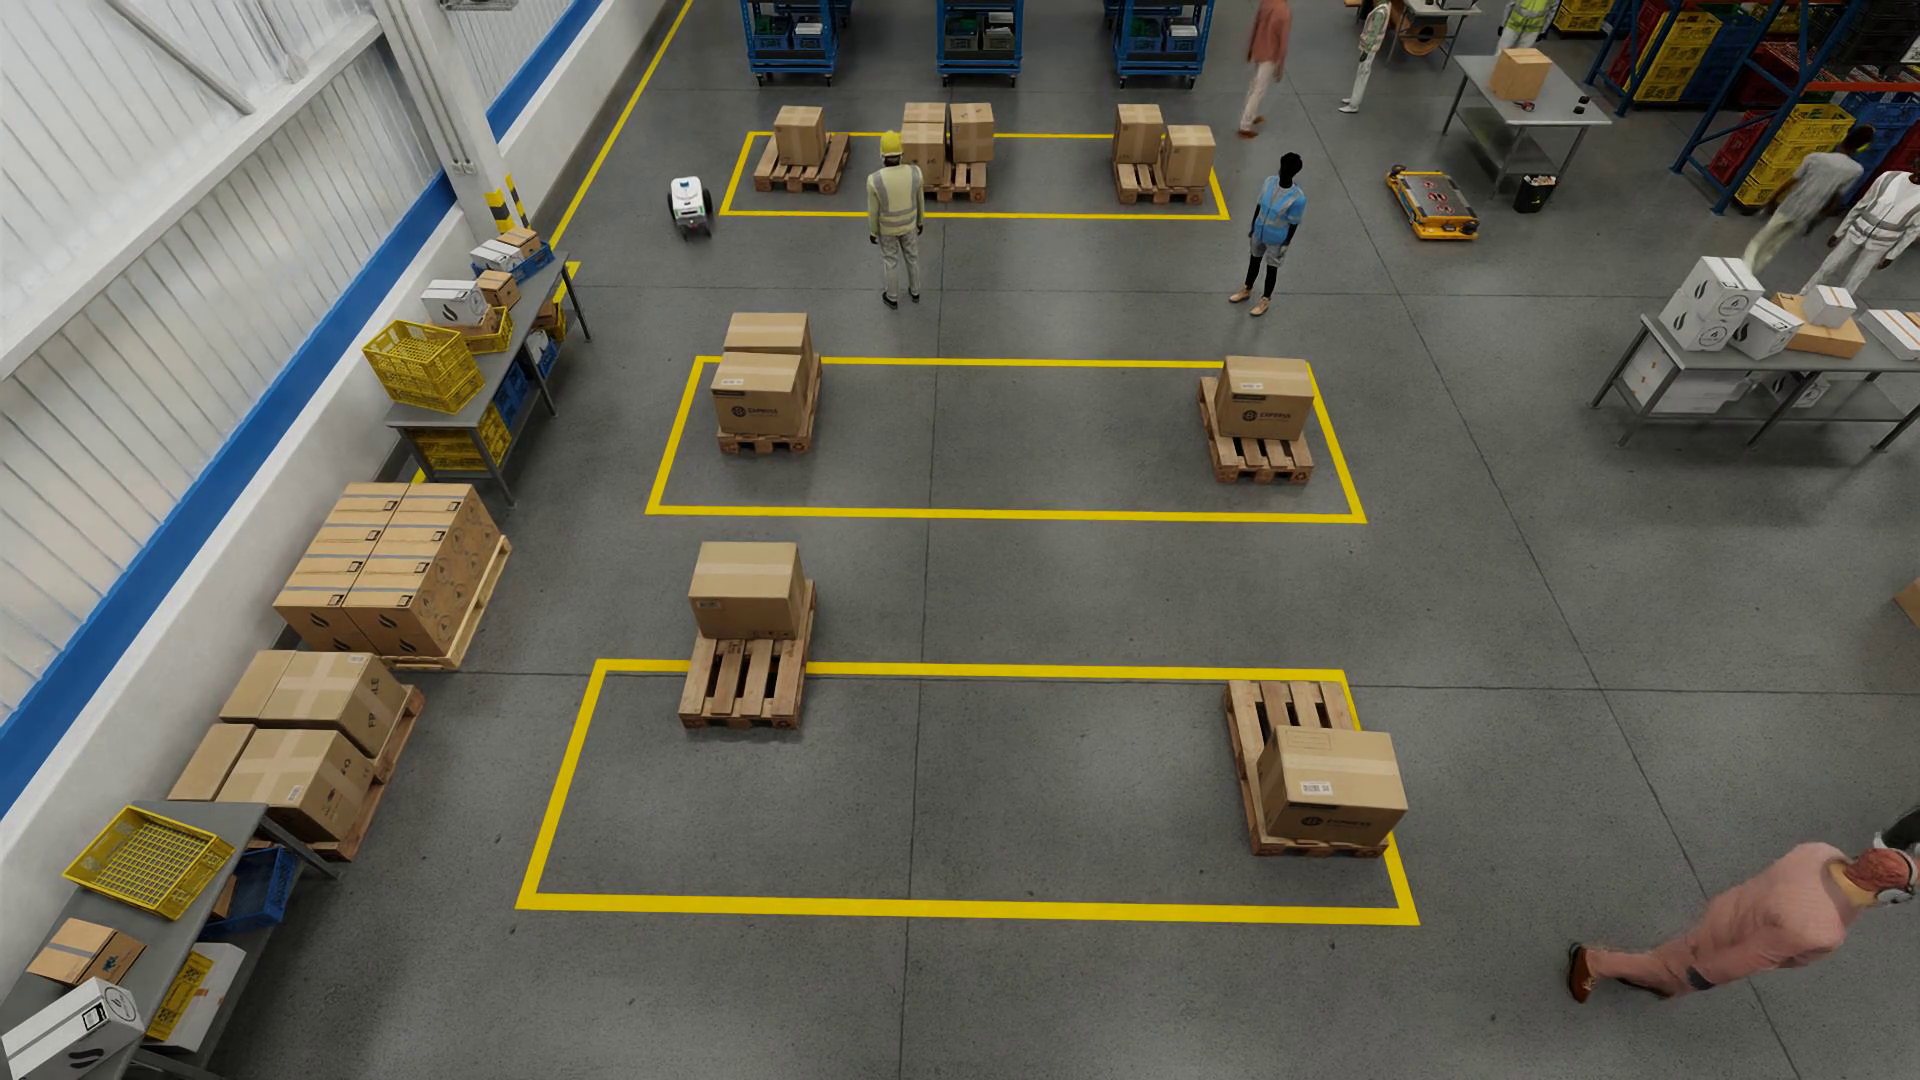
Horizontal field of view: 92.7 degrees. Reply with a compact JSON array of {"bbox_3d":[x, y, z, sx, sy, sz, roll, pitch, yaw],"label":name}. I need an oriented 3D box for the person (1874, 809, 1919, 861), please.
[{"bbox_3d":[6.005,1.446,5.194,0.601,1.905,0.439,28,55,22],"label":"person"}]

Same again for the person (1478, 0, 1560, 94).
[{"bbox_3d":[7.761,-7.077,12.619,0.629,1.837,0.431,20,52,16],"label":"person"}]

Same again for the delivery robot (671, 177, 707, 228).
[{"bbox_3d":[-3.175,-3.970,10.705,0.477,0.478,0.707,-11,50,-9],"label":"delivery robot"}]

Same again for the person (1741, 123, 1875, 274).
[{"bbox_3d":[8.515,-3.315,9.354,0.535,1.847,0.586,25,54,20],"label":"person"}]

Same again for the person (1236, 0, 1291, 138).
[{"bbox_3d":[3.971,-6.268,11.824,0.434,1.997,0.620,-16,51,-13],"label":"person"}]

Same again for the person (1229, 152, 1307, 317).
[{"bbox_3d":[3.124,-3.071,9.233,0.316,1.700,0.541,-27,54,-21],"label":"person"}]

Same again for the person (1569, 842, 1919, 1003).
[{"bbox_3d":[3.948,1.990,4.751,0.634,1.862,0.711,36,58,27],"label":"person"}]

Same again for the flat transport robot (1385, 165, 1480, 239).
[{"bbox_3d":[5.692,-4.094,11.059,0.652,0.197,1.431,1,49,1],"label":"flat transport robot"}]

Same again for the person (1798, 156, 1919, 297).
[{"bbox_3d":[8.924,-2.935,9.003,0.343,1.878,0.578,-27,54,-21],"label":"person"}]

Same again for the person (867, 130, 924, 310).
[{"bbox_3d":[-0.647,-3.204,9.262,0.594,1.832,0.403,-18,51,-15],"label":"person"}]

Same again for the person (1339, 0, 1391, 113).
[{"bbox_3d":[5.518,-6.646,12.368,0.307,1.639,0.525,20,52,16],"label":"person"}]

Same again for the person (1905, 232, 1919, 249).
[{"bbox_3d":[11.086,-4.013,9.896,0.377,1.936,0.628,-30,55,-23],"label":"person"}]
